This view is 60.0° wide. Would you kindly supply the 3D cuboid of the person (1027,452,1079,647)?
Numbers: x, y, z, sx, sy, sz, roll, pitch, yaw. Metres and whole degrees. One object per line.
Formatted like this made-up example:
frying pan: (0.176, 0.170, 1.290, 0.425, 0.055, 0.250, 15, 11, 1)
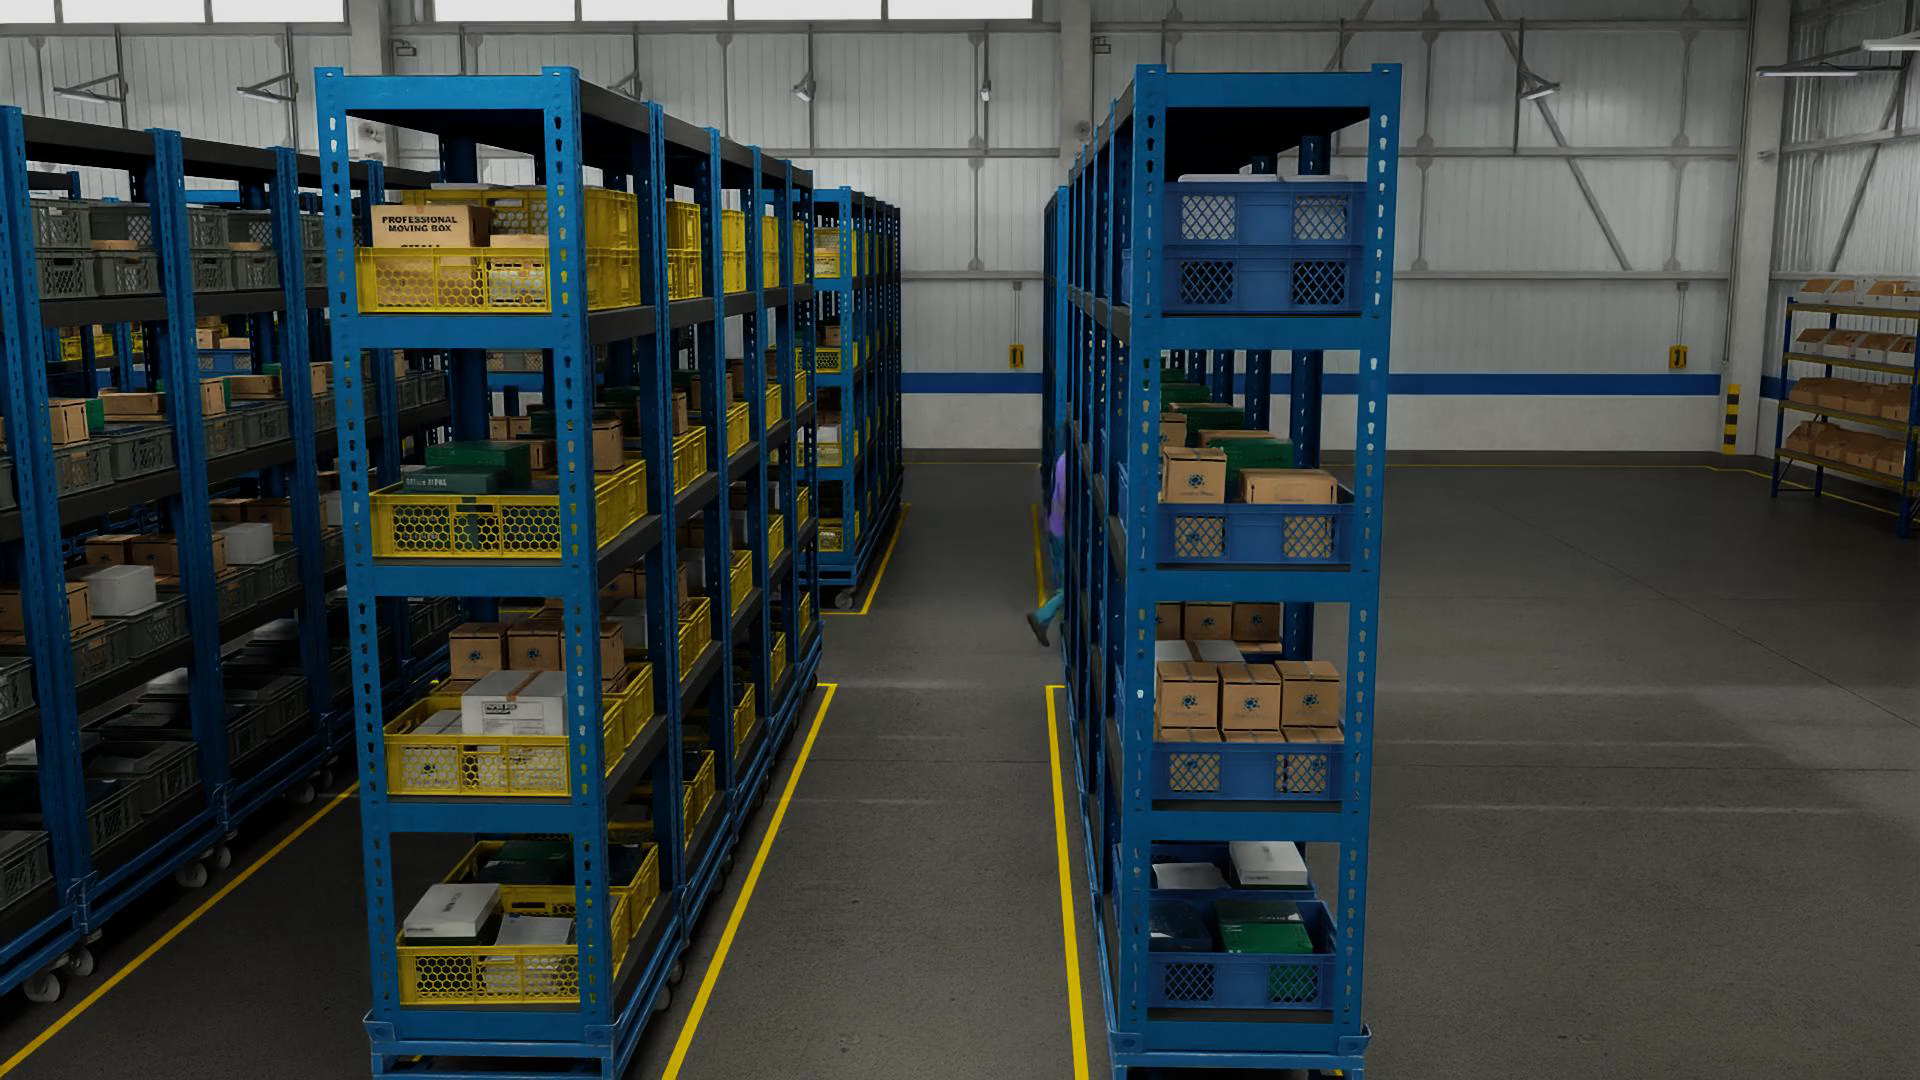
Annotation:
person: (0.852, -0.035, 12.693, 0.574, 1.830, 0.582, 0, 10, -2)
